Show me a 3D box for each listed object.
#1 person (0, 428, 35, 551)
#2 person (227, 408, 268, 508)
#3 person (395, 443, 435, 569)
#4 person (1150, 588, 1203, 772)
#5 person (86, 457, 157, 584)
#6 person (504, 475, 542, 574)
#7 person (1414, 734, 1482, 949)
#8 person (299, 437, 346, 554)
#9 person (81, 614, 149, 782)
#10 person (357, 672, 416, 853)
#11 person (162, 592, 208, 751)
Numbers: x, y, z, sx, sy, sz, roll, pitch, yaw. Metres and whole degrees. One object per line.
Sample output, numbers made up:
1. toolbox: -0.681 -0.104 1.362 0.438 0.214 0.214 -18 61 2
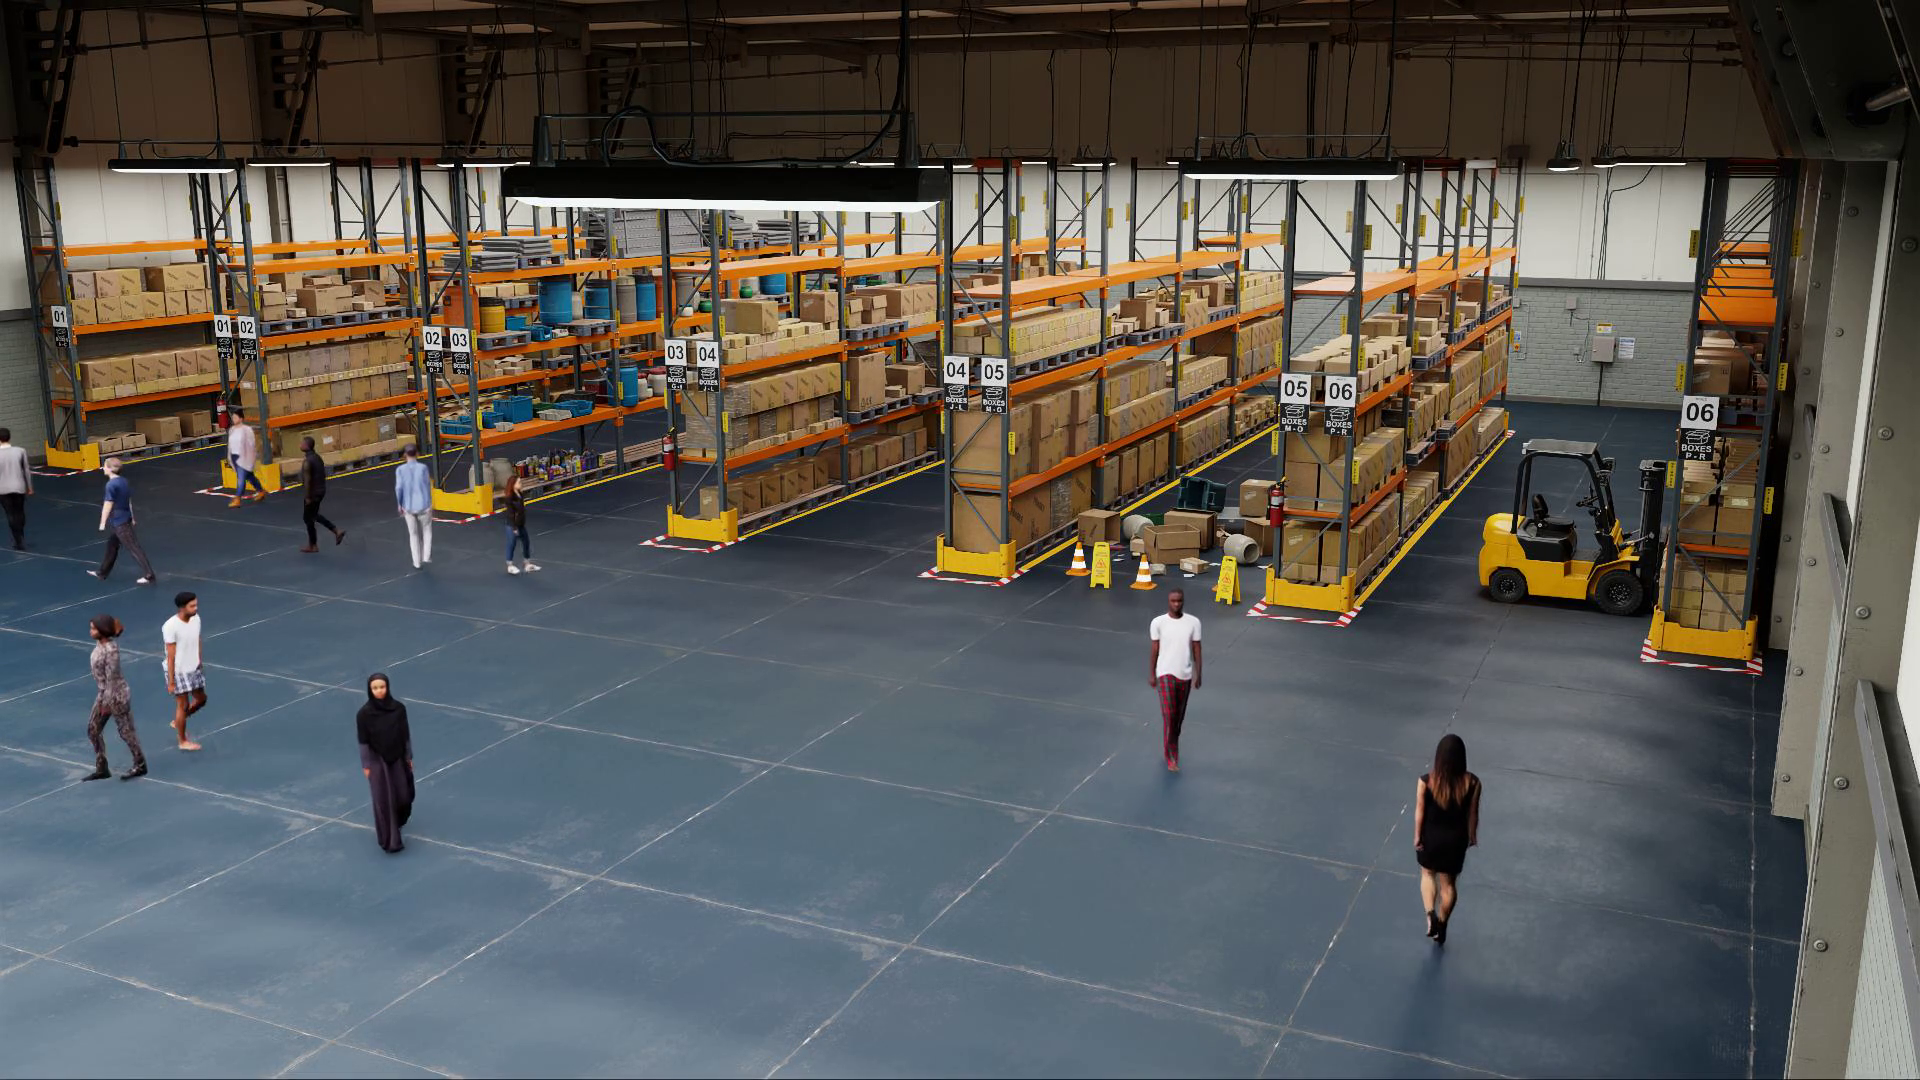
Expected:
1. person: -14.765 -0.785 25.930 0.984 1.906 0.970 12 18 41
2. person: -12.528 -1.446 29.245 0.713 1.697 1.119 7 15 27
3. person: -8.091 -0.492 24.733 0.825 1.875 0.871 -3 13 -13
4. person: 2.174 1.368 16.882 0.993 1.794 1.235 0 13 0
5. person: -11.879 -0.228 23.736 1.162 1.810 1.262 -1 13 -6
6. person: -6.606 -0.226 24.492 0.672 1.465 0.662 5 14 20
7. person: 3.748 2.355 12.811 0.740 1.706 0.773 2 13 8
8. person: -9.934 -0.698 25.740 1.009 1.823 1.011 -1 13 -2
9. person: -8.223 1.542 16.352 0.914 1.694 0.777 -12 18 -42
10. person: -5.111 1.940 14.832 0.942 1.604 0.948 -7 15 -29
11. person: -8.073 1.351 17.180 0.831 1.691 0.773 4 14 18
